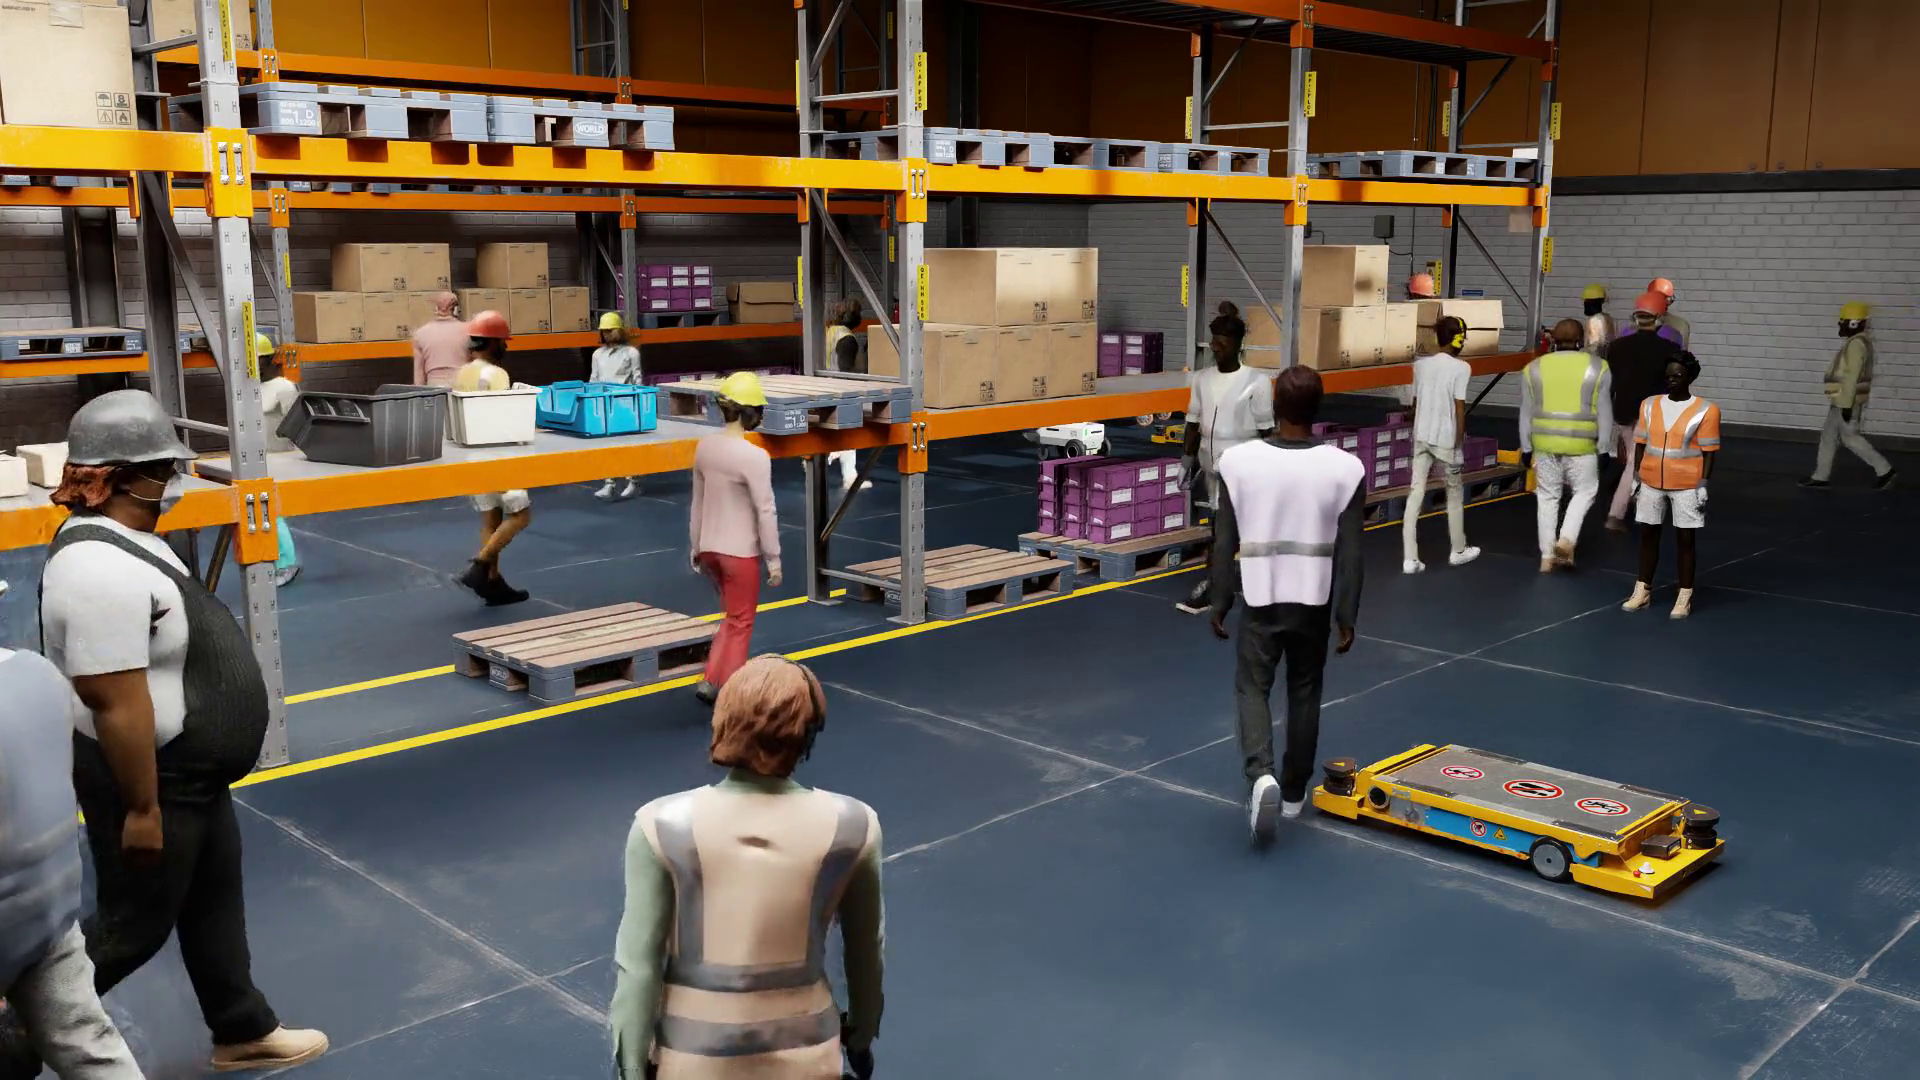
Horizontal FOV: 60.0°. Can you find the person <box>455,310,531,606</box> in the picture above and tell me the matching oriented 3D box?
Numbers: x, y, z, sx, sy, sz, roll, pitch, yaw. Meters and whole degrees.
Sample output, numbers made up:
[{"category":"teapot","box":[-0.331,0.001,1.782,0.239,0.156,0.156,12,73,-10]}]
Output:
[{"category":"person","box":[-3.030,-0.510,10.732,0.458,1.922,0.561,-10,15,-44]}]

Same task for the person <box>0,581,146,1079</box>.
[{"category":"person","box":[-2.191,0.845,3.745,0.922,1.786,0.611,0,10,1]}]

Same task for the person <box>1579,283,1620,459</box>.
[{"category":"person","box":[6.792,-1.829,18.055,0.968,1.878,0.610,9,14,41]}]

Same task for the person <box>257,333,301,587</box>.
[{"category":"person","box":[-4.732,-0.535,11.343,0.554,1.749,0.446,5,12,26]}]

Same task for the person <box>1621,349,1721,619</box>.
[{"category":"person","box":[4.495,-0.354,10.512,0.318,1.697,0.533,-10,15,-44]}]

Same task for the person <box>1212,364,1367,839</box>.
[{"category":"person","box":[1.312,0.247,6.683,0.603,1.899,0.755,2,11,9]}]

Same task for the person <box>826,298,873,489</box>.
[{"category":"person","box":[-1.145,-1.360,15.680,0.586,1.823,0.628,-3,11,-17]}]

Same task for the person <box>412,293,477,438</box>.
[{"category":"person","box":[-4.691,-1.368,15.574,0.645,1.866,0.929,2,11,9]}]

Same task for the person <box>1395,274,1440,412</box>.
[{"category":"person","box":[4.561,-1.722,17.093,0.663,2.020,0.641,-2,11,-10]}]

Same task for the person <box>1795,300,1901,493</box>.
[{"category":"person","box":[8.393,-1.336,15.578,0.812,1.808,0.599,6,12,28]}]

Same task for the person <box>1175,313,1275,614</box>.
[{"category":"person","box":[1.750,-0.519,10.844,1.043,1.914,0.615,-10,14,-43]}]

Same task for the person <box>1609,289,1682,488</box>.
[{"category":"person","box":[6.382,-1.376,15.512,0.567,1.903,0.613,3,11,17]}]

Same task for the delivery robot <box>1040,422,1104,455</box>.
[{"category":"delivery robot","box":[1.188,-1.151,17.718,0.477,0.478,0.707,-10,14,-44]}]

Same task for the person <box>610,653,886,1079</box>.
[{"category":"person","box":[-0.393,1.029,3.211,0.536,1.594,0.604,-2,11,-11]}]

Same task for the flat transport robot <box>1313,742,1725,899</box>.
[{"category":"flat transport robot","box":[2.201,1.069,6.644,0.652,0.197,1.431,-10,14,-44]}]

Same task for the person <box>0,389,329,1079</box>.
[{"category":"person","box":[-2.282,0.578,4.494,0.888,2.000,0.687,-5,11,-24]}]

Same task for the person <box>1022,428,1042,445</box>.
[{"category":"person","box":[1.152,-1.995,19.063,0.938,1.830,0.620,-3,11,-15]}]

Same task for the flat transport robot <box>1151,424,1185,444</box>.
[{"category":"flat transport robot","box":[2.933,-1.176,18.884,0.652,0.197,1.431,-10,15,-44]}]

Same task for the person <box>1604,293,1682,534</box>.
[{"category":"person","box":[5.554,-1.028,13.546,1.047,1.948,0.628,-9,14,-40]}]

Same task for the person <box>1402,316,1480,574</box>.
[{"category":"person","box":[3.482,-0.687,11.958,0.897,1.823,0.558,-9,14,-41]}]

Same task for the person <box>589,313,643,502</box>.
[{"category":"person","box":[-3.170,-1.199,15.091,0.501,1.695,0.881,4,11,23]}]

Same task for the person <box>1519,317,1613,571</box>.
[{"category":"person","box":[4.309,-0.667,11.859,0.650,1.826,0.434,6,12,31]}]

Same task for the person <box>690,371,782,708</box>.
[{"category":"person","box":[-1.079,0.056,8.107,0.385,1.750,0.553,-10,15,-44]}]

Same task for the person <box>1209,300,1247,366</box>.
[{"category":"person","box":[3.409,-2.232,21.025,0.527,1.596,0.714,2,11,9]}]

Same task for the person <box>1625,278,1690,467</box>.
[{"category":"person","box":[6.691,-1.524,16.074,0.375,1.997,0.609,-10,15,-44]}]
